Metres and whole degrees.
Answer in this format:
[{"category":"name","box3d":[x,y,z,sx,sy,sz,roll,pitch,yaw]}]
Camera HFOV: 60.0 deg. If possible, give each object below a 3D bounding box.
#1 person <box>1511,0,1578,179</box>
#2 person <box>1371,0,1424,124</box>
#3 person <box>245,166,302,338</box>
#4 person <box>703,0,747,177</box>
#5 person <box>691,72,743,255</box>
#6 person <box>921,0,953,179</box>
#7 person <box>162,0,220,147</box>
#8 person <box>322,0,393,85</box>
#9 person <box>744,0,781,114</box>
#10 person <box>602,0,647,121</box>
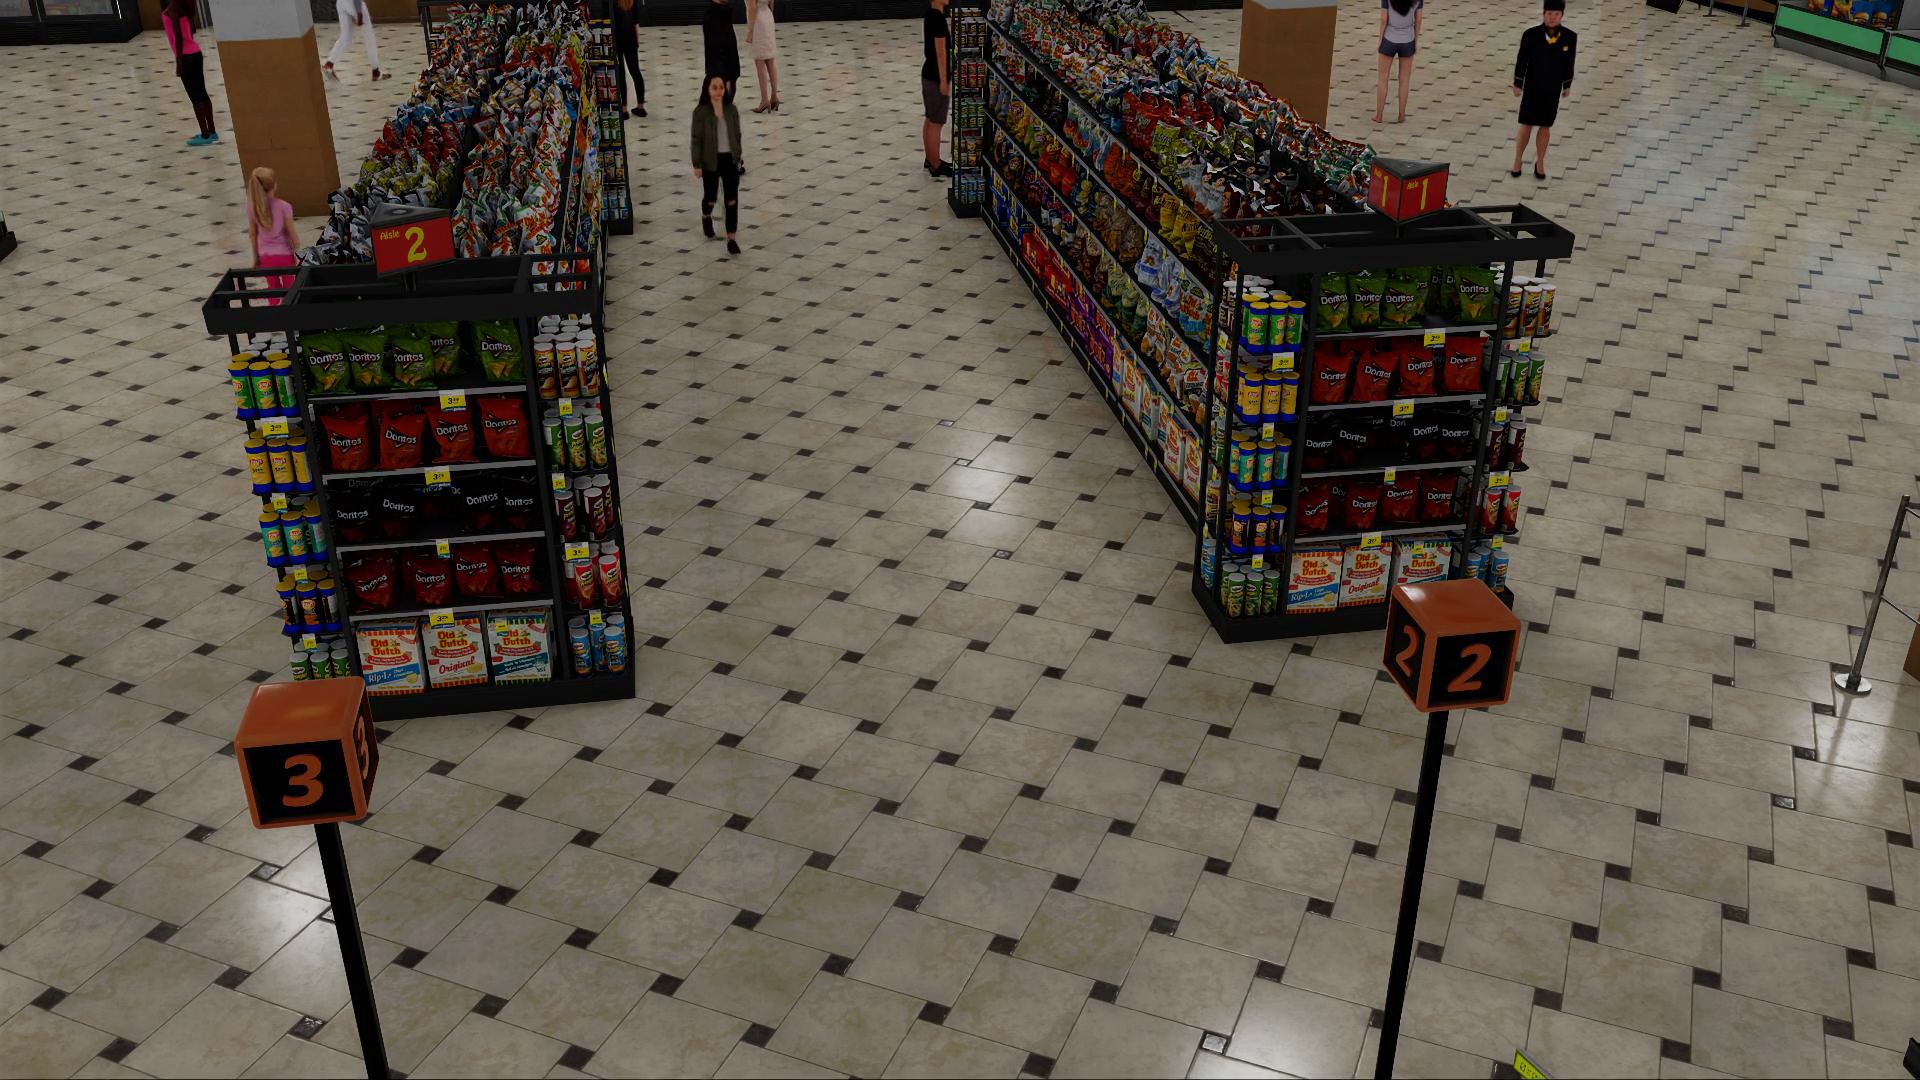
[{"category":"person","box3d":[5.568,-4.306,15.889,0.791,1.671,0.770,6,27,11]},{"category":"person","box3d":[4.731,-5.387,17.979,0.644,1.707,0.610,2,27,3]},{"category":"person","box3d":[-4.872,-2.008,11.808,0.539,1.264,0.655,-1,27,-1]},{"category":"person","box3d":[-2.313,-4.469,16.025,0.786,1.837,0.508,-3,27,-6]},{"category":"person","box3d":[-2.032,-3.146,13.836,0.734,1.457,1.013,-11,29,-20]},{"category":"person","box3d":[-0.227,-4.455,15.972,0.713,1.861,0.499,-5,27,-9]},{"category":"person","box3d":[-7.918,-4.941,17.083,0.642,1.723,0.533,0,27,-1]},{"category":"person","box3d":[-7.270,-6.237,19.665,1.070,1.700,1.129,18,32,31]},{"category":"person","box3d":[-2.194,-5.629,18.426,0.746,1.736,0.681,17,31,29]},{"category":"person","box3d":[-3.681,-5.482,18.166,0.686,1.709,0.715,-24,35,-38]}]
